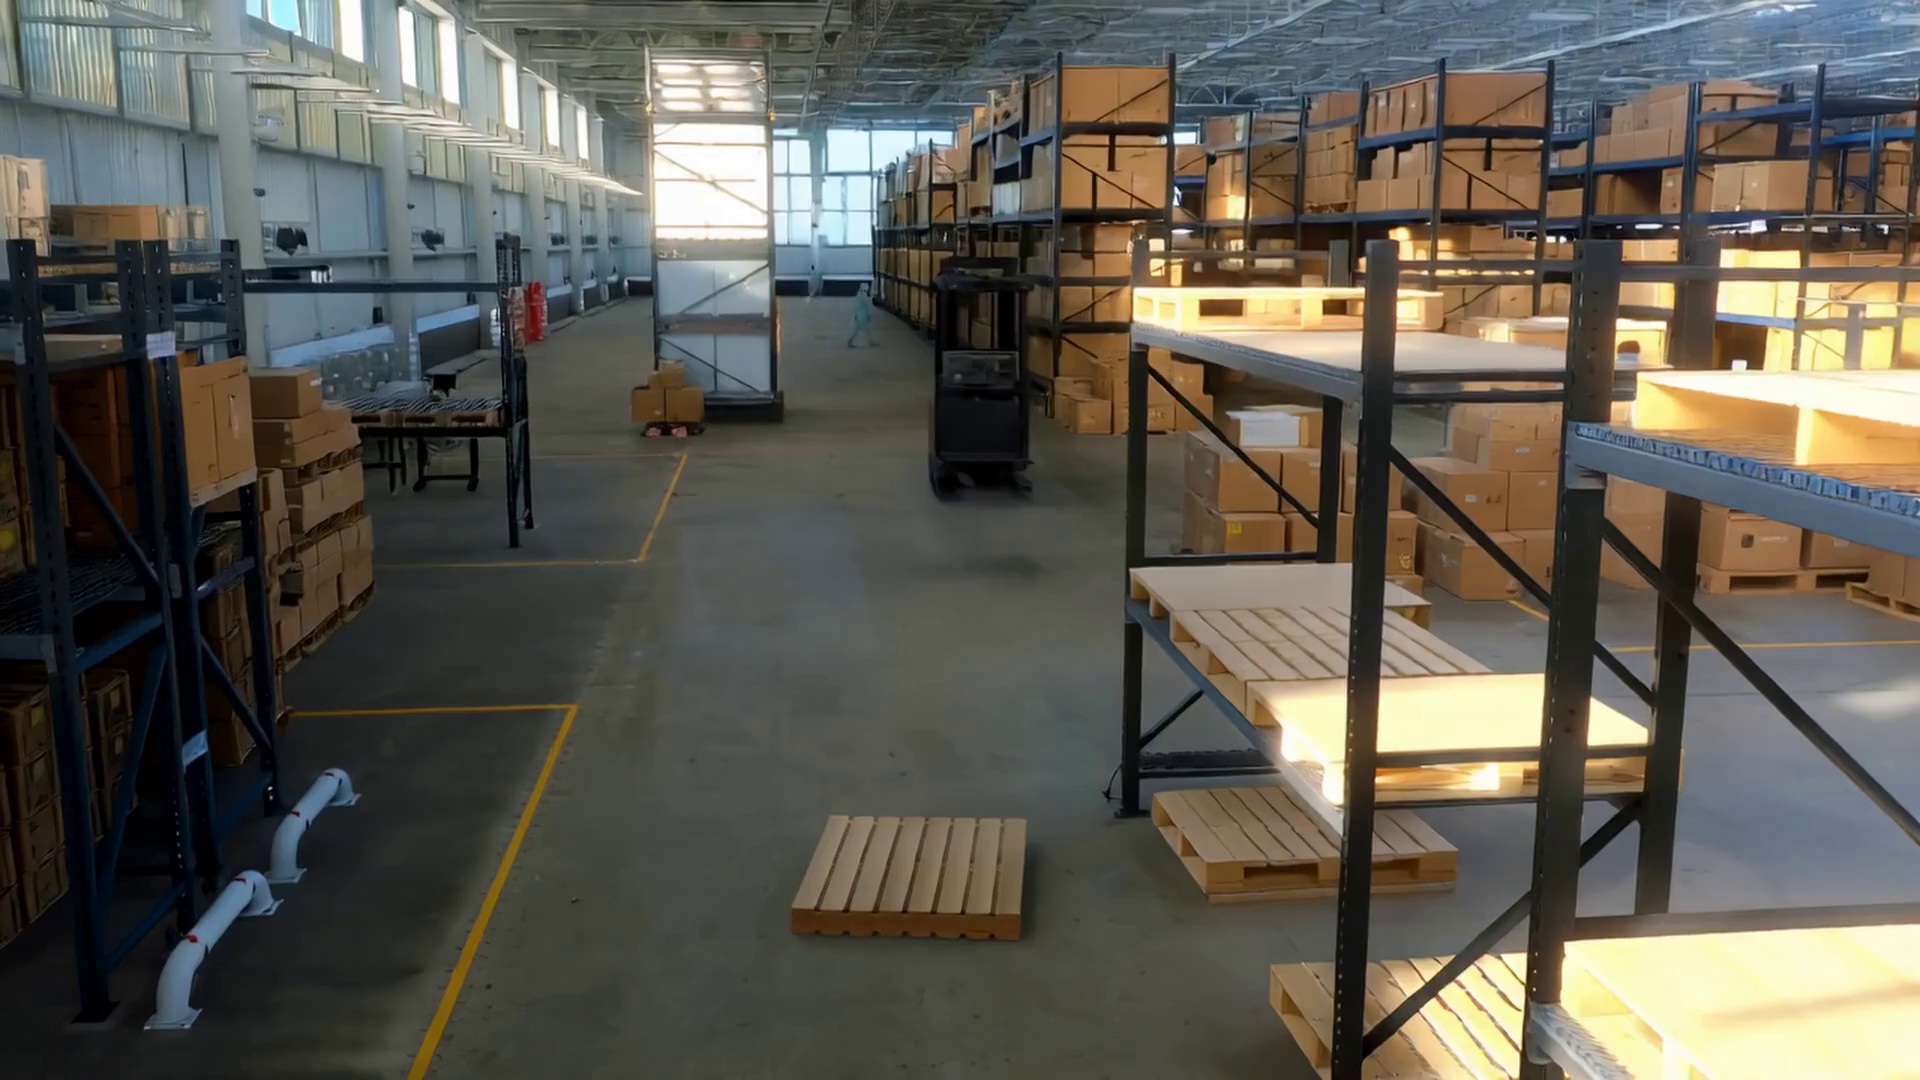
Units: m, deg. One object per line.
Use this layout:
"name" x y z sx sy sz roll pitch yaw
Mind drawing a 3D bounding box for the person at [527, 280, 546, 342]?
"person" -12.652 -6.843 49.722 0.567 1.843 0.386 1 10 8

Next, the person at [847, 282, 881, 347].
"person" -2.785 -6.431 47.444 1.040 1.853 0.639 -3 11 -17

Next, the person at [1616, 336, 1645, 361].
"person" 7.626 -1.369 19.121 0.354 1.942 0.545 2 10 11

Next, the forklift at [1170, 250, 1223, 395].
"forklift" 4.718 -4.344 33.005 1.873 2.768 1.129 9 14 42

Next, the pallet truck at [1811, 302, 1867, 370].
"pallet truck" 15.846 -3.142 28.793 1.885 1.965 0.823 2 10 12

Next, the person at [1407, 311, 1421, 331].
"person" 6.819 -2.446 24.986 0.444 1.982 0.633 -3 11 -18

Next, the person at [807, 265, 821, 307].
"person" -6.673 -11.532 75.500 0.653 1.915 0.620 7 13 35

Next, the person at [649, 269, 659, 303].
"person" -12.203 -9.994 67.109 0.641 1.873 0.888 0 10 1

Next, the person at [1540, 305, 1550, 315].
"person" 11.348 -3.714 32.585 0.640 1.777 1.056 -1 10 -6

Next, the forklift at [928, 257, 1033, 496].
"forklift" 0.209 -2.049 20.286 1.129 2.768 1.873 -1 10 -6
